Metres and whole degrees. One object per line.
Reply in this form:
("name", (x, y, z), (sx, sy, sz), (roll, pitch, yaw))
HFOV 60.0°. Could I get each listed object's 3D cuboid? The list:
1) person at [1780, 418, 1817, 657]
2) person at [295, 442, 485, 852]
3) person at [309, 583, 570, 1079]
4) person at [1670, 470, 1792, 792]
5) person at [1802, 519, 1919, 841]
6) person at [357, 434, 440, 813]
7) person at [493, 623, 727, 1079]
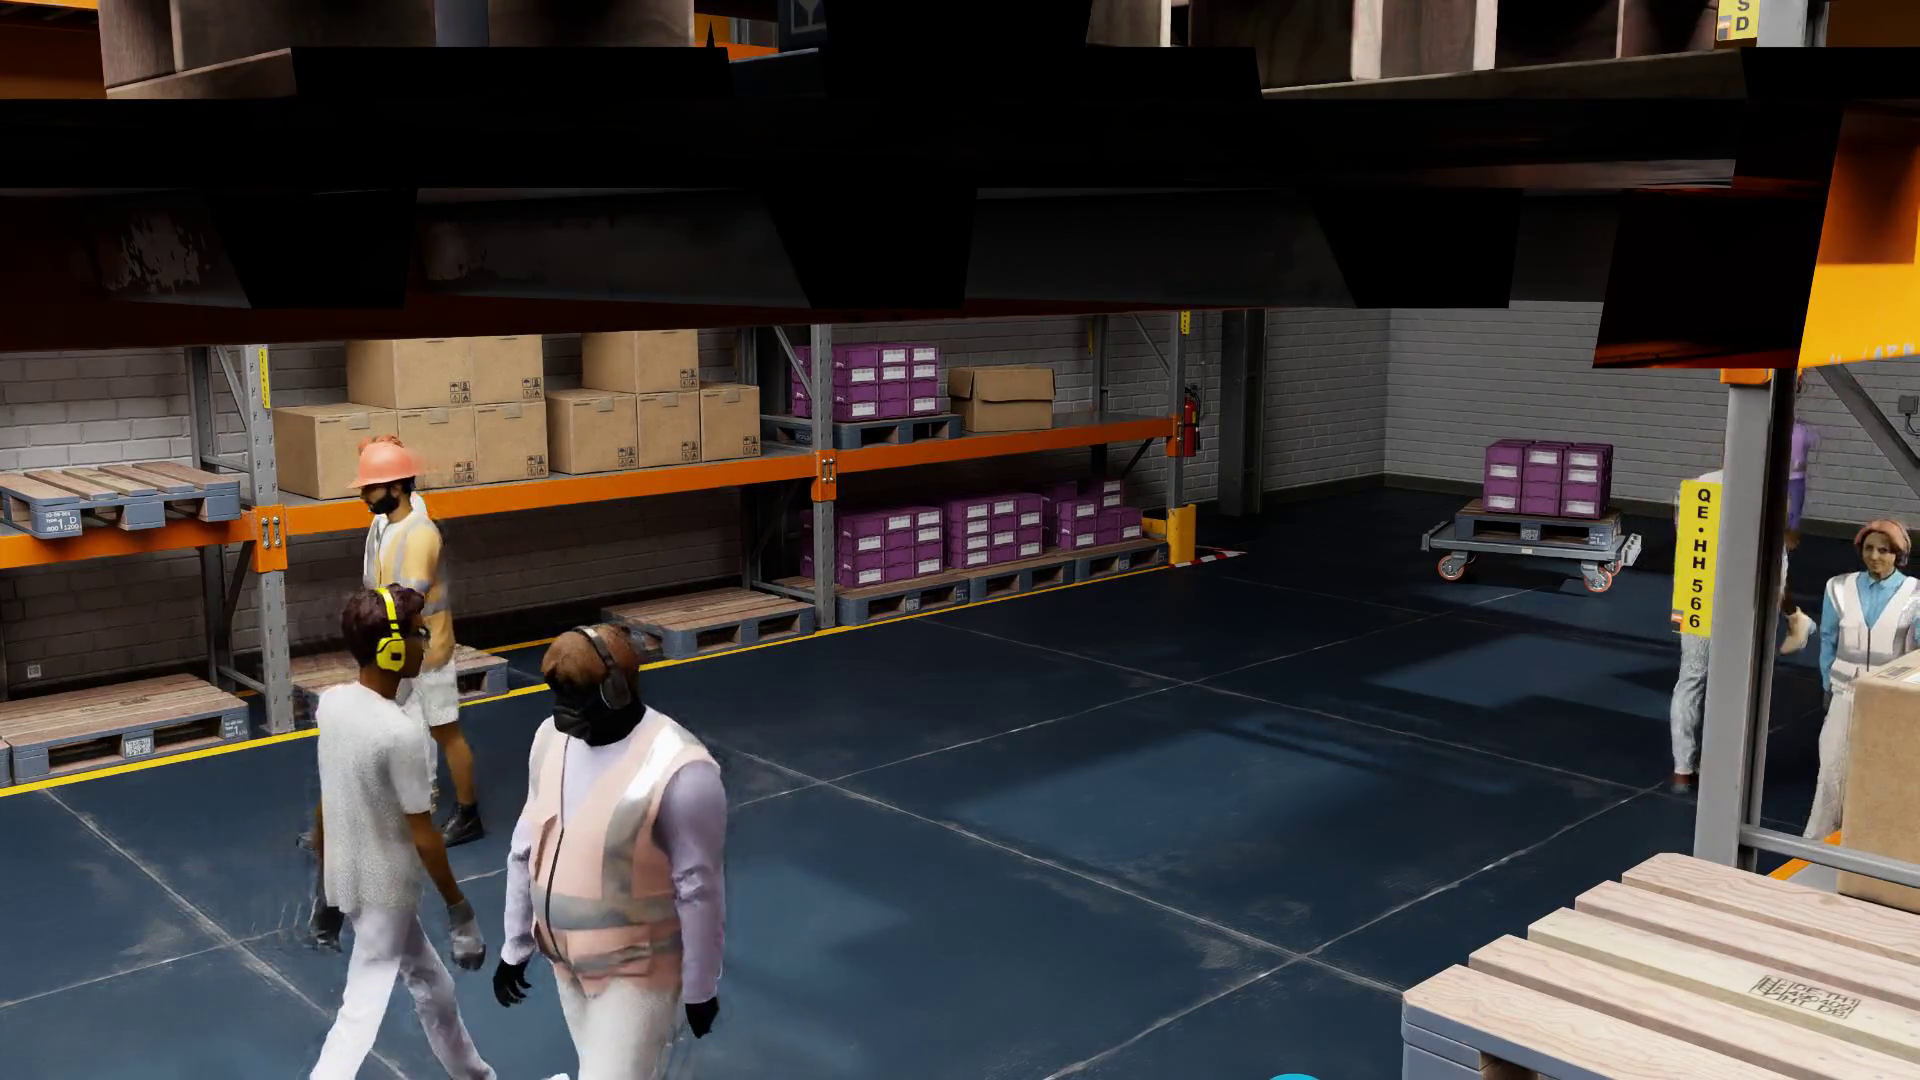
("person", (5.431, -0.164, 11.129), (0.525, 2.031, 0.637), (-1, 10, -5))
("person", (-2.592, 0.522, 7.491), (0.912, 1.898, 0.549), (-8, 12, -39))
("person", (-1.605, 1.025, 4.803), (0.994, 1.813, 0.553), (-8, 13, -40))
("person", (3.883, 0.360, 8.437), (0.498, 1.909, 0.693), (-6, 11, -31))
("person", (3.946, 0.718, 7.220), (0.831, 1.603, 0.530), (-9, 13, -42))
("person", (-2.748, 0.416, 8.159), (0.355, 1.886, 0.572), (-2, 10, -9))
("person", (-0.932, 1.113, 4.310), (0.618, 1.814, 0.545), (8, 13, 40))
